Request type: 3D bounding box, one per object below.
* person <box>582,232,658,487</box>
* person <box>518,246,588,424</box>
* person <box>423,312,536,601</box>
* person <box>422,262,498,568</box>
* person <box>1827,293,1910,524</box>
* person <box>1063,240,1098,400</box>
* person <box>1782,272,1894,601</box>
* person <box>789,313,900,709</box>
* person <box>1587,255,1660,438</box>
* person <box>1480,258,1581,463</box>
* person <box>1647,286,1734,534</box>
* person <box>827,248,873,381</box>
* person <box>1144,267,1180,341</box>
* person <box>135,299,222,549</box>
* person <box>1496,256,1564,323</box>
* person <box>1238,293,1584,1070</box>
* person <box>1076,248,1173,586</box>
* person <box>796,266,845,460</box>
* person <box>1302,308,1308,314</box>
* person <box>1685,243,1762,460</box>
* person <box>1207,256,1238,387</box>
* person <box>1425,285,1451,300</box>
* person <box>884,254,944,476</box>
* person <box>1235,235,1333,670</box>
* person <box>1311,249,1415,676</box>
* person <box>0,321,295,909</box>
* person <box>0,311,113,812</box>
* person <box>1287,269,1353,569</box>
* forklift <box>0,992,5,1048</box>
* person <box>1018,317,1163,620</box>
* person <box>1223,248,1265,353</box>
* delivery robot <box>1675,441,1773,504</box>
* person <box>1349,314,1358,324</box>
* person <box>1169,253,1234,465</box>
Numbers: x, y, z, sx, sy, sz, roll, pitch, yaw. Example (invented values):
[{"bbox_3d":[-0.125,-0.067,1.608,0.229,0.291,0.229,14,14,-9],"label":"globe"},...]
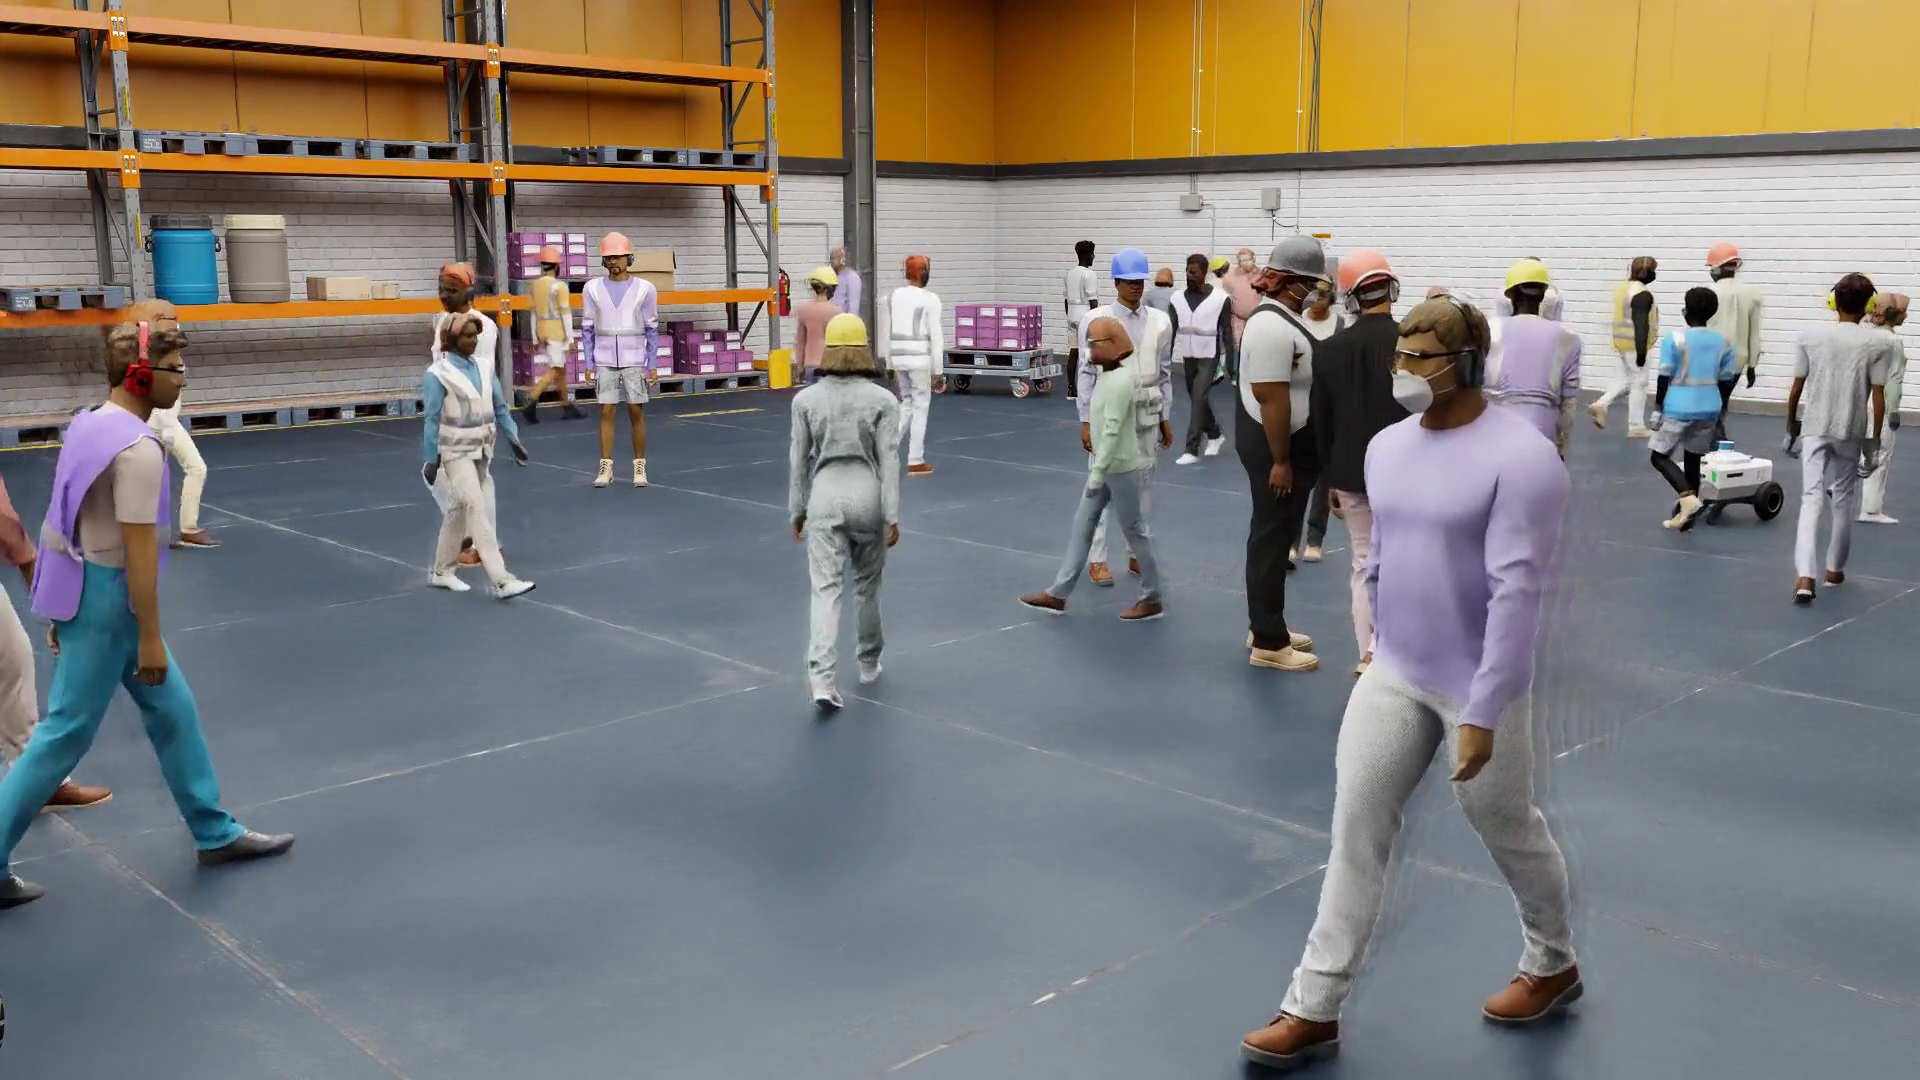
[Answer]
[{"bbox_3d":[-2.726,-1.435,13.360,0.605,2.044,0.375,-1,10,-3],"label":"person"},{"bbox_3d":[-4.447,-2.212,17.972,0.549,1.908,0.927,8,13,38],"label":"person"},{"bbox_3d":[-2.696,-0.463,9.279,0.832,1.593,0.525,4,11,21],"label":"person"},{"bbox_3d":[-2.996,-0.732,10.017,0.613,1.862,0.489,9,14,41],"label":"person"},{"bbox_3d":[6.443,-0.917,11.675,0.397,1.626,0.539,1,10,8],"label":"person"},{"bbox_3d":[1.508,-2.677,20.353,0.368,1.963,0.602,-7,12,-33],"label":"person"},{"bbox_3d":[4.897,-0.584,9.330,0.514,1.832,0.967,5,12,27],"label":"person"},{"bbox_3d":[-0.512,-0.129,7.227,0.494,1.696,0.886,1,10,3],"label":"person"},{"bbox_3d":[6.708,-1.933,16.672,0.573,1.826,0.644,0,10,3],"label":"person"},{"bbox_3d":[2.948,-0.539,8.858,0.633,1.898,0.449,1,10,6],"label":"person"},{"bbox_3d":[4.925,-0.853,11.157,0.557,1.682,0.459,-2,11,-11],"label":"person"},{"bbox_3d":[-1.504,-2.816,21.405,0.659,1.865,0.977,10,14,43],"label":"person"},{"bbox_3d":[2.561,-2.602,20.888,0.500,1.617,0.500,5,11,24],"label":"person"},{"bbox_3d":[-5.054,-0.731,10.703,0.558,1.615,0.502,-10,15,-44],"label":"person"},{"bbox_3d":[5.516,-1.842,16.176,0.630,1.824,0.440,4,11,19],"label":"person"},{"bbox_3d":[1.190,0.345,4.085,1.020,1.894,0.631,-7,12,-32],"label":"person"},{"bbox_3d":[0.964,-0.711,9.673,0.605,1.948,0.391,-4,11,-22],"label":"person"},{"bbox_3d":[-1.152,-1.507,14.555,0.537,1.752,0.473,9,14,42],"label":"person"},{"bbox_3d":[3.144,-1.823,15.783,0.376,1.932,0.543,-9,14,-42],"label":"person"},{"bbox_3d":[6.252,-1.465,13.766,0.640,1.960,0.847,-2,11,-10],"label":"person"},{"bbox_3d":[3.586,-2.907,22.228,0.681,1.742,0.391,-1,10,-4],"label":"person"},{"bbox_3d":[3.850,-1.250,13.493,0.533,1.622,0.628,2,11,11],"label":"person"},{"bbox_3d":[-0.383,-1.470,14.020,0.589,1.867,0.426,8,13,39],"label":"person"},{"bbox_3d":[1.569,-0.426,7.869,0.537,2.000,0.678,2,11,9],"label":"person"},{"bbox_3d":[1.815,-0.262,7.212,0.669,1.966,0.486,9,14,40],"label":"person"},{"bbox_3d":[-2.647,0.227,5.067,0.984,1.778,0.562,-7,12,-32],"label":"person"},{"bbox_3d":[-3.338,0.072,5.480,0.854,1.970,0.615,-8,13,-38],"label":"person"},{"bbox_3d":[2.126,-0.714,10.047,0.540,1.814,0.852,3,11,15],"label":"person"},{"bbox_3d":[-3.245,0.323,3.363,2.313,2.155,1.214,2,11,13],"label":"forklift"},{"bbox_3d":[0.708,-0.356,8.677,0.815,1.592,0.519,-1,10,-8],"label":"person"},{"bbox_3d":[3.683,-2.755,21.073,0.737,1.840,0.920,0,10,2],"label":"person"},{"bbox_3d":[5.451,-0.462,11.864,0.707,0.478,0.477,-6,12,-30],"label":"delivery robot"},{"bbox_3d":[4.401,-2.120,17.858,0.313,1.768,0.527,-7,12,-32],"label":"person"},{"bbox_3d":[2.187,-1.647,15.007,0.611,1.875,0.971,8,13,38],"label":"person"}]
